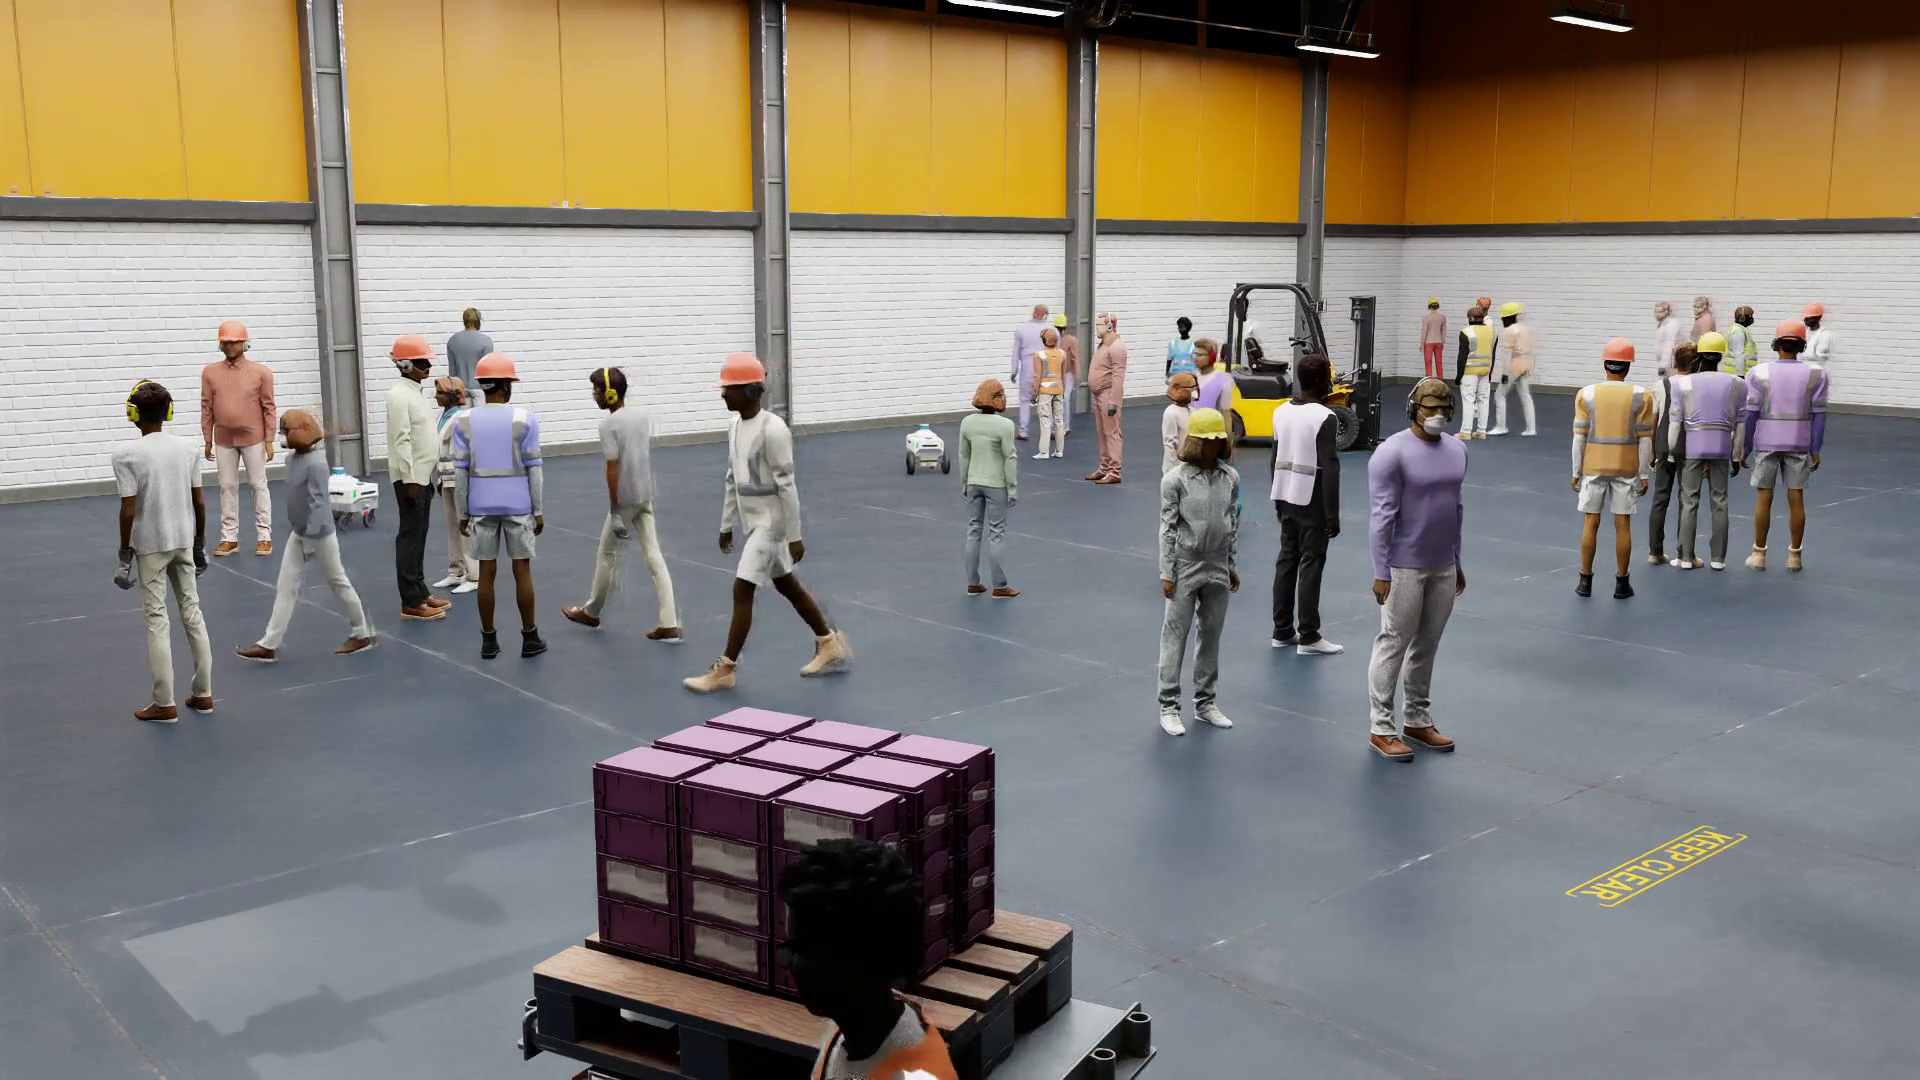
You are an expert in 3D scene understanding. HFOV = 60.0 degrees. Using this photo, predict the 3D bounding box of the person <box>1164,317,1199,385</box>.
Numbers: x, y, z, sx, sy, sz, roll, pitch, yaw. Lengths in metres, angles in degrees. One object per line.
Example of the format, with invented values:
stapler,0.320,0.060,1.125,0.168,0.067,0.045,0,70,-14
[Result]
person,3.127,-2.291,23.400,0.563,1.681,0.515,5,11,27

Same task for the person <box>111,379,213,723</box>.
person,-4.355,0.063,9.071,0.329,1.873,0.512,7,12,34

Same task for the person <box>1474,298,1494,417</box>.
person,8.215,-2.871,26.213,0.356,1.883,0.573,1,10,3

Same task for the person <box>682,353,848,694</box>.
person,-1.121,-0.113,9.790,1.061,1.988,0.620,-5,11,-27

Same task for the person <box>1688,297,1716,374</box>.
person,11.639,-2.884,26.263,0.719,1.881,0.687,6,12,33

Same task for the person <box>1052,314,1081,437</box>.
person,1.419,-2.306,23.375,0.614,1.717,0.816,7,12,35

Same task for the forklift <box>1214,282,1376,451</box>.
forklift,4.328,-2.346,22.227,2.313,2.155,1.214,3,10,16

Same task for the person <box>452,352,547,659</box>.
person,-2.894,-0.210,10.485,0.545,1.933,0.376,-1,10,-3

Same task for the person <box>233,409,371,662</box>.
person,-4.102,-0.025,10.385,0.520,1.579,0.845,9,13,43

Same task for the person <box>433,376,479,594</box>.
person,-3.808,-0.419,12.559,0.312,1.642,0.512,-8,12,-39

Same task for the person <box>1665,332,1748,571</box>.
person,6.003,-0.709,13.419,0.588,1.928,0.384,2,10,12

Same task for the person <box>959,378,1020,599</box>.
person,0.215,-0.383,12.367,0.500,1.633,0.286,8,12,38

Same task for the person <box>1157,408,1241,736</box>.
person,1.287,0.164,8.847,0.492,1.742,0.321,-5,11,-26

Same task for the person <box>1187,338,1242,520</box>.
person,2.212,-0.885,14.758,0.777,1.826,0.576,-5,11,-28

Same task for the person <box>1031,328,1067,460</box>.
person,1.115,-1.818,20.758,0.511,1.641,0.309,-7,12,-36

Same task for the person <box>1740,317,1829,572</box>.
person,6.612,-0.764,13.404,0.609,2.044,0.397,3,10,17

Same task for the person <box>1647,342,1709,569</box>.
person,5.850,-0.685,13.522,0.326,1.843,0.515,-9,13,-41

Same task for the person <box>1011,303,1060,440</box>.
person,1.040,-2.308,22.917,0.687,1.890,0.395,0,10,-1

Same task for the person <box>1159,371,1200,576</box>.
person,1.752,-0.520,13.169,0.279,1.634,0.498,5,11,29

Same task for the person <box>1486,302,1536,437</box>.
person,7.763,-2.381,23.349,0.751,1.880,0.702,8,12,39

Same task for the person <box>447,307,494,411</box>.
person,-5.686,-1.750,19.487,0.631,1.939,0.370,3,10,19

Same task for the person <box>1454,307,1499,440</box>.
person,7.112,-2.303,23.022,0.623,1.839,0.429,-4,11,-23

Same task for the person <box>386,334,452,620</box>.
person,-3.815,-0.445,11.675,0.379,1.996,0.611,-1,10,-7

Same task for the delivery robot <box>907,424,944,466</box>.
delivery robot,-0.412,-1.116,19.541,0.477,0.478,0.707,-2,10,-10

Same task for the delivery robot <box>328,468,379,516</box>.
delivery robot,-5.791,-0.433,15.547,0.707,0.478,0.477,5,11,25

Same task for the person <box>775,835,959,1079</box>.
person,-0.096,1.275,2.584,0.362,1.661,0.547,-2,10,-13

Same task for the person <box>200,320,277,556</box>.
person,-6.106,-0.858,14.090,0.612,1.997,0.375,-1,10,-5

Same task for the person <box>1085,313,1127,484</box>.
person,1.627,-1.581,18.588,0.408,1.908,0.646,-2,10,-13

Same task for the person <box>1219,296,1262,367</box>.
person,4.085,-2.597,24.432,0.495,1.948,0.606,-9,13,-42

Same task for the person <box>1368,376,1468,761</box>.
person,2.322,0.139,8.427,0.635,1.936,0.354,-6,11,-32

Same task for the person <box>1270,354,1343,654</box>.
person,2.205,-0.227,10.624,0.384,1.918,0.596,-5,11,-27

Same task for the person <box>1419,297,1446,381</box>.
person,8.923,-3.703,31.428,0.533,1.765,0.322,-3,10,-17

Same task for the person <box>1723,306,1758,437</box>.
person,10.846,-2.324,23.130,0.429,1.844,0.627,4,10,20

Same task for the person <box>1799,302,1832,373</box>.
person,11.335,-2.204,22.210,0.579,1.912,0.538,-2,10,-12

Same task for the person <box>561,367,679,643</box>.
person,-2.246,-0.235,10.985,0.995,1.804,0.554,6,11,32

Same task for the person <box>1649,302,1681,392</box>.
person,10.776,-2.709,25.415,1.004,1.831,0.653,1,10,5

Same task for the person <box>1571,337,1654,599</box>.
person,4.825,-0.529,12.337,0.551,1.936,0.356,4,11,23
